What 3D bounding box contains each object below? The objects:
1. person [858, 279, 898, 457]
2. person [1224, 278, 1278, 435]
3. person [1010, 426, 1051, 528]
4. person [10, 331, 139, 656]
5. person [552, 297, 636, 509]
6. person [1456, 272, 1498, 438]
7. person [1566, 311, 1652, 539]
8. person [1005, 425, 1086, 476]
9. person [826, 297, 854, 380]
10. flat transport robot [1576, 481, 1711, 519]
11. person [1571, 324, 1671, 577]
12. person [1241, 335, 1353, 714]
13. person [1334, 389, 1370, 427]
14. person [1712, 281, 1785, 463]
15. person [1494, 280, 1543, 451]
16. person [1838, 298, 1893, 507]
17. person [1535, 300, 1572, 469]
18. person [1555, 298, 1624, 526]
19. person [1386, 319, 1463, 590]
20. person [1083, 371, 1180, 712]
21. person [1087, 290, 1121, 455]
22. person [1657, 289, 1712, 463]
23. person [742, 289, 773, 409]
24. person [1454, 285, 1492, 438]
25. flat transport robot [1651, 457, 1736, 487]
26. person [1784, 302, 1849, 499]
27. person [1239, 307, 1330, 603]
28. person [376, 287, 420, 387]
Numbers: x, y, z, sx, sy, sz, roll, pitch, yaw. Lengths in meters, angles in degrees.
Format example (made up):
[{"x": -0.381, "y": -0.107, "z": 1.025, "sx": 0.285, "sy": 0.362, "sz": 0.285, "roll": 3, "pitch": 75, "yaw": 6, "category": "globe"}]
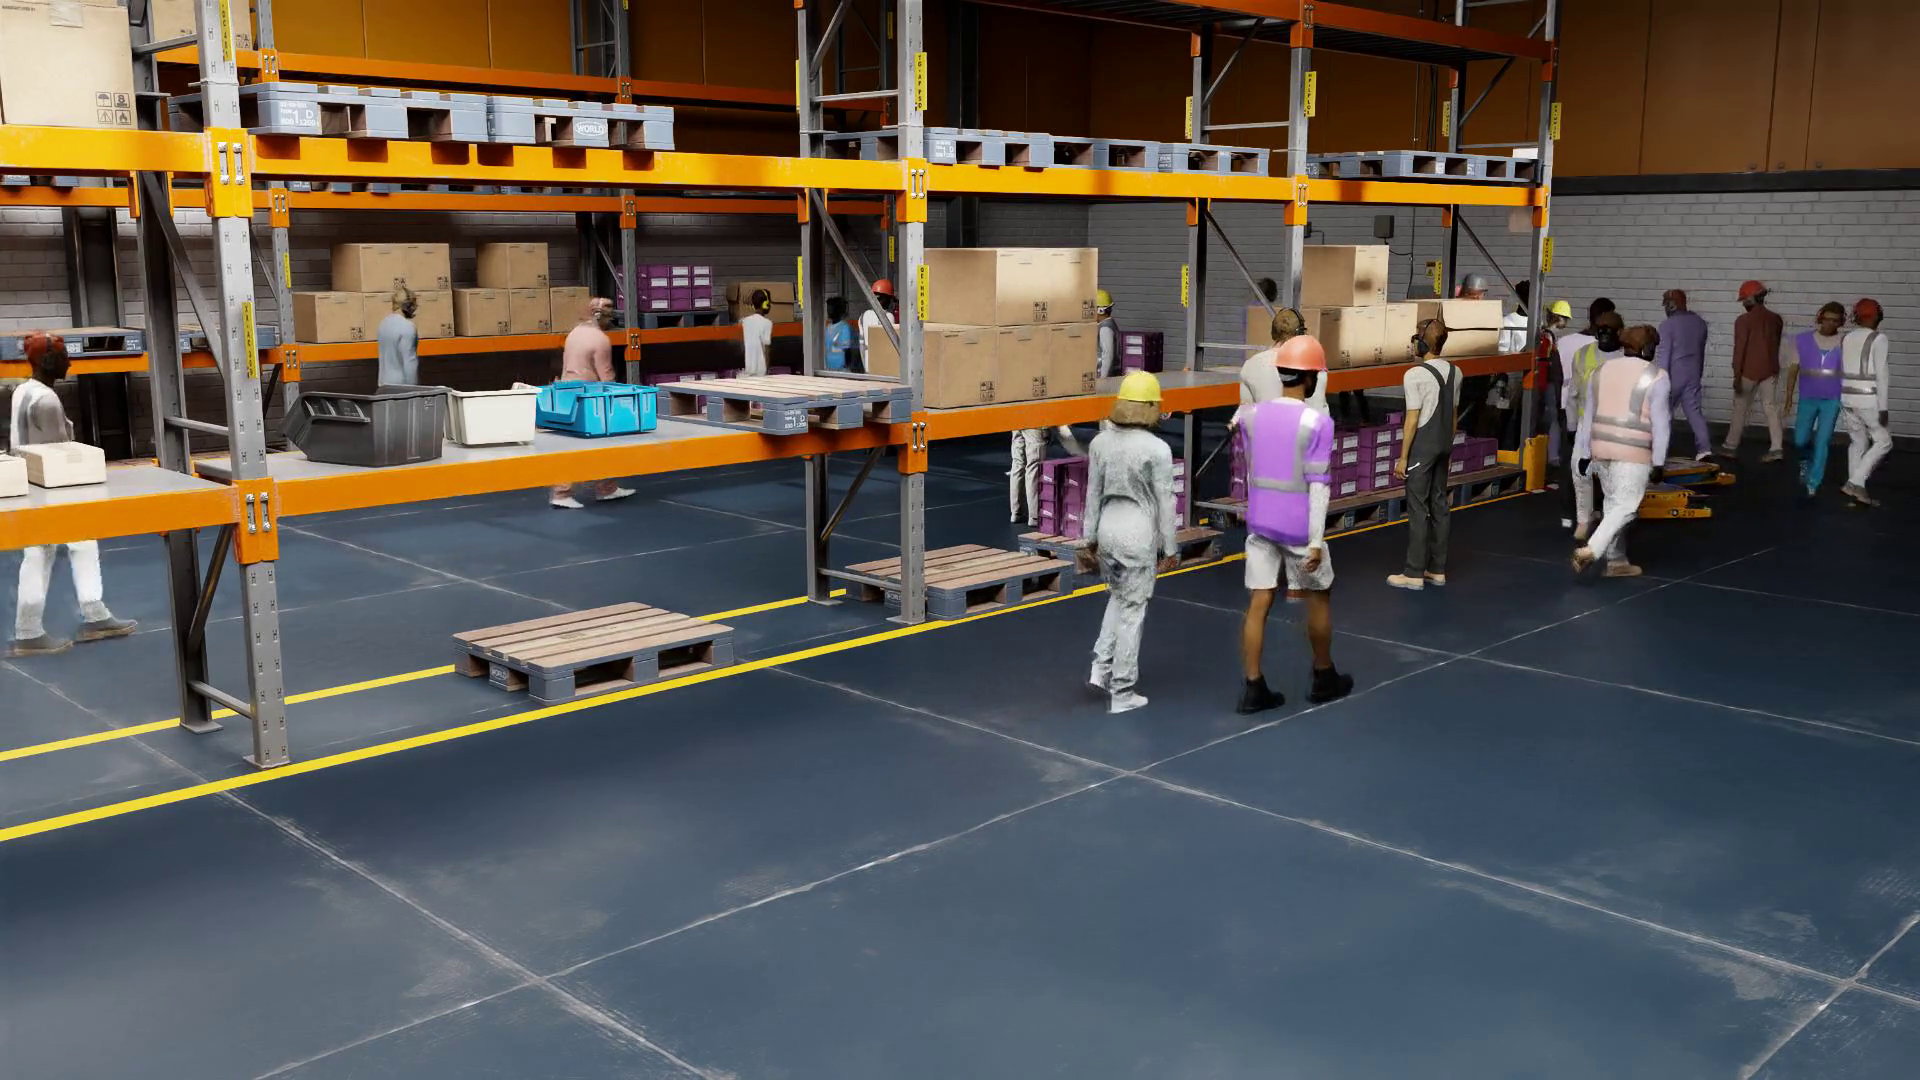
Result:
[{"x": -0.853, "y": -1.873, "z": 18.164, "sx": 0.542, "sy": 1.929, "sz": 0.369, "roll": 10, "pitch": 14, "yaw": 44, "category": "person"}, {"x": 3.443, "y": -2.040, "z": 19.079, "sx": 0.605, "sy": 1.931, "sz": 0.645, "roll": -4, "pitch": 11, "yaw": -19, "category": "person"}, {"x": 0.582, "y": -0.923, "z": 13.768, "sx": 0.309, "sy": 1.641, "sz": 0.513, "roll": -7, "pitch": 12, "yaw": -32, "category": "person"}, {"x": -5.155, "y": -0.272, "z": 9.639, "sx": 0.815, "sy": 1.851, "sz": 0.580, "roll": -7, "pitch": 12, "yaw": -34, "category": "person"}, {"x": -3.253, "y": -1.207, "z": 14.737, "sx": 0.937, "sy": 1.859, "sz": 0.669, "roll": -7, "pitch": 12, "yaw": -33, "category": "person"}, {"x": 5.371, "y": -1.801, "z": 17.465, "sx": 0.535, "sy": 2.000, "sz": 0.694, "roll": -6, "pitch": 12, "yaw": -30, "category": "person"}, {"x": 5.044, "y": -0.869, "z": 12.985, "sx": 0.665, "sy": 1.821, "sz": 0.466, "roll": 7, "pitch": 13, "yaw": 34, "category": "person"}, {"x": 0.917, "y": -1.429, "z": 16.638, "sx": 0.864, "sy": 1.595, "sz": 0.516, "roll": 0, "pitch": 10, "yaw": -2, "category": "person"}, {"x": -1.426, "y": -2.103, "z": 20.111, "sx": 0.650, "sy": 1.678, "sz": 0.538, "roll": -8, "pitch": 13, "yaw": -38, "category": "person"}, {"x": 5.925, "y": -0.399, "z": 14.648, "sx": 0.652, "sy": 0.197, "sz": 1.431, "roll": -1, "pitch": 10, "yaw": -6, "category": "flat transport robot"}, {"x": 4.530, "y": -0.584, "z": 11.491, "sx": 0.776, "sy": 1.809, "sz": 0.665, "roll": -6, "pitch": 12, "yaw": -28, "category": "person"}, {"x": 1.730, "y": -0.086, "z": 8.495, "sx": 0.547, "sy": 1.907, "sz": 0.842, "roll": 9, "pitch": 14, "yaw": 42, "category": "person"}, {"x": 4.806, "y": -2.142, "z": 20.342, "sx": 0.572, "sy": 1.654, "sz": 0.586, "roll": -1, "pitch": 10, "yaw": -7, "category": "person"}, {"x": 8.495, "y": -1.791, "z": 17.739, "sx": 0.630, "sy": 1.931, "sz": 1.030, "roll": -2, "pitch": 11, "yaw": -12, "category": "person"}, {"x": 5.709, "y": -1.669, "z": 16.976, "sx": 0.604, "sy": 1.957, "sz": 0.366, "roll": -6, "pitch": 12, "yaw": -29, "category": "person"}, {"x": 8.012, "y": -1.208, "z": 14.745, "sx": 0.413, "sy": 1.855, "sz": 0.613, "roll": -2, "pitch": 11, "yaw": -9, "category": "person"}, {"x": 6.114, "y": -1.590, "z": 17.121, "sx": 0.630, "sy": 1.740, "sz": 0.532, "roll": 2, "pitch": 11, "yaw": 10, "category": "person"}, {"x": 5.295, "y": -1.074, "z": 13.927, "sx": 0.589, "sy": 1.875, "sz": 0.915, "roll": 7, "pitch": 13, "yaw": 34, "category": "person"}, {"x": 3.176, "y": -0.582, "z": 11.349, "sx": 0.506, "sy": 1.847, "sz": 0.345, "roll": -7, "pitch": 12, "yaw": -33, "category": "person"}, {"x": 0.867, "y": 0.011, "z": 8.444, "sx": 0.491, "sy": 1.727, "sz": 0.425, "roll": 10, "pitch": 14, "yaw": 44, "category": "person"}, {"x": 1.502, "y": -1.723, "z": 17.606, "sx": 0.403, "sy": 1.832, "sz": 0.594, "roll": 1, "pitch": 10, "yaw": 5, "category": "person"}, {"x": 7.554, "y": -1.682, "z": 17.366, "sx": 0.650, "sy": 1.865, "sz": 0.964, "roll": -3, "pitch": 11, "yaw": -17, "category": "person"}, {"x": -2.250, "y": -1.860, "z": 18.408, "sx": 0.539, "sy": 1.831, "sz": 0.967, "roll": 8, "pitch": 13, "yaw": 38, "category": "person"}, {"x": 5.507, "y": -1.877, "z": 18.382, "sx": 0.990, "sy": 1.877, "sz": 0.533, "roll": 4, "pitch": 11, "yaw": 21, "category": "person"}, {"x": 6.681, "y": -0.628, "z": 15.898, "sx": 1.431, "sy": 0.197, "sz": 0.652, "roll": -6, "pitch": 12, "yaw": -30, "category": "flat transport robot"}, {"x": 7.978, "y": -1.302, "z": 15.386, "sx": 0.591, "sy": 1.816, "sz": 0.667, "roll": 7, "pitch": 12, "yaw": 33, "category": "person"}, {"x": 2.134, "y": -0.555, "z": 10.950, "sx": 0.632, "sy": 1.940, "sz": 0.372, "roll": 8, "pitch": 13, "yaw": 37, "category": "person"}, {"x": -5.281, "y": -1.409, "z": 15.669, "sx": 0.433, "sy": 1.915, "sz": 0.654, "roll": -10, "pitch": 14, "yaw": -43, "category": "person"}]
